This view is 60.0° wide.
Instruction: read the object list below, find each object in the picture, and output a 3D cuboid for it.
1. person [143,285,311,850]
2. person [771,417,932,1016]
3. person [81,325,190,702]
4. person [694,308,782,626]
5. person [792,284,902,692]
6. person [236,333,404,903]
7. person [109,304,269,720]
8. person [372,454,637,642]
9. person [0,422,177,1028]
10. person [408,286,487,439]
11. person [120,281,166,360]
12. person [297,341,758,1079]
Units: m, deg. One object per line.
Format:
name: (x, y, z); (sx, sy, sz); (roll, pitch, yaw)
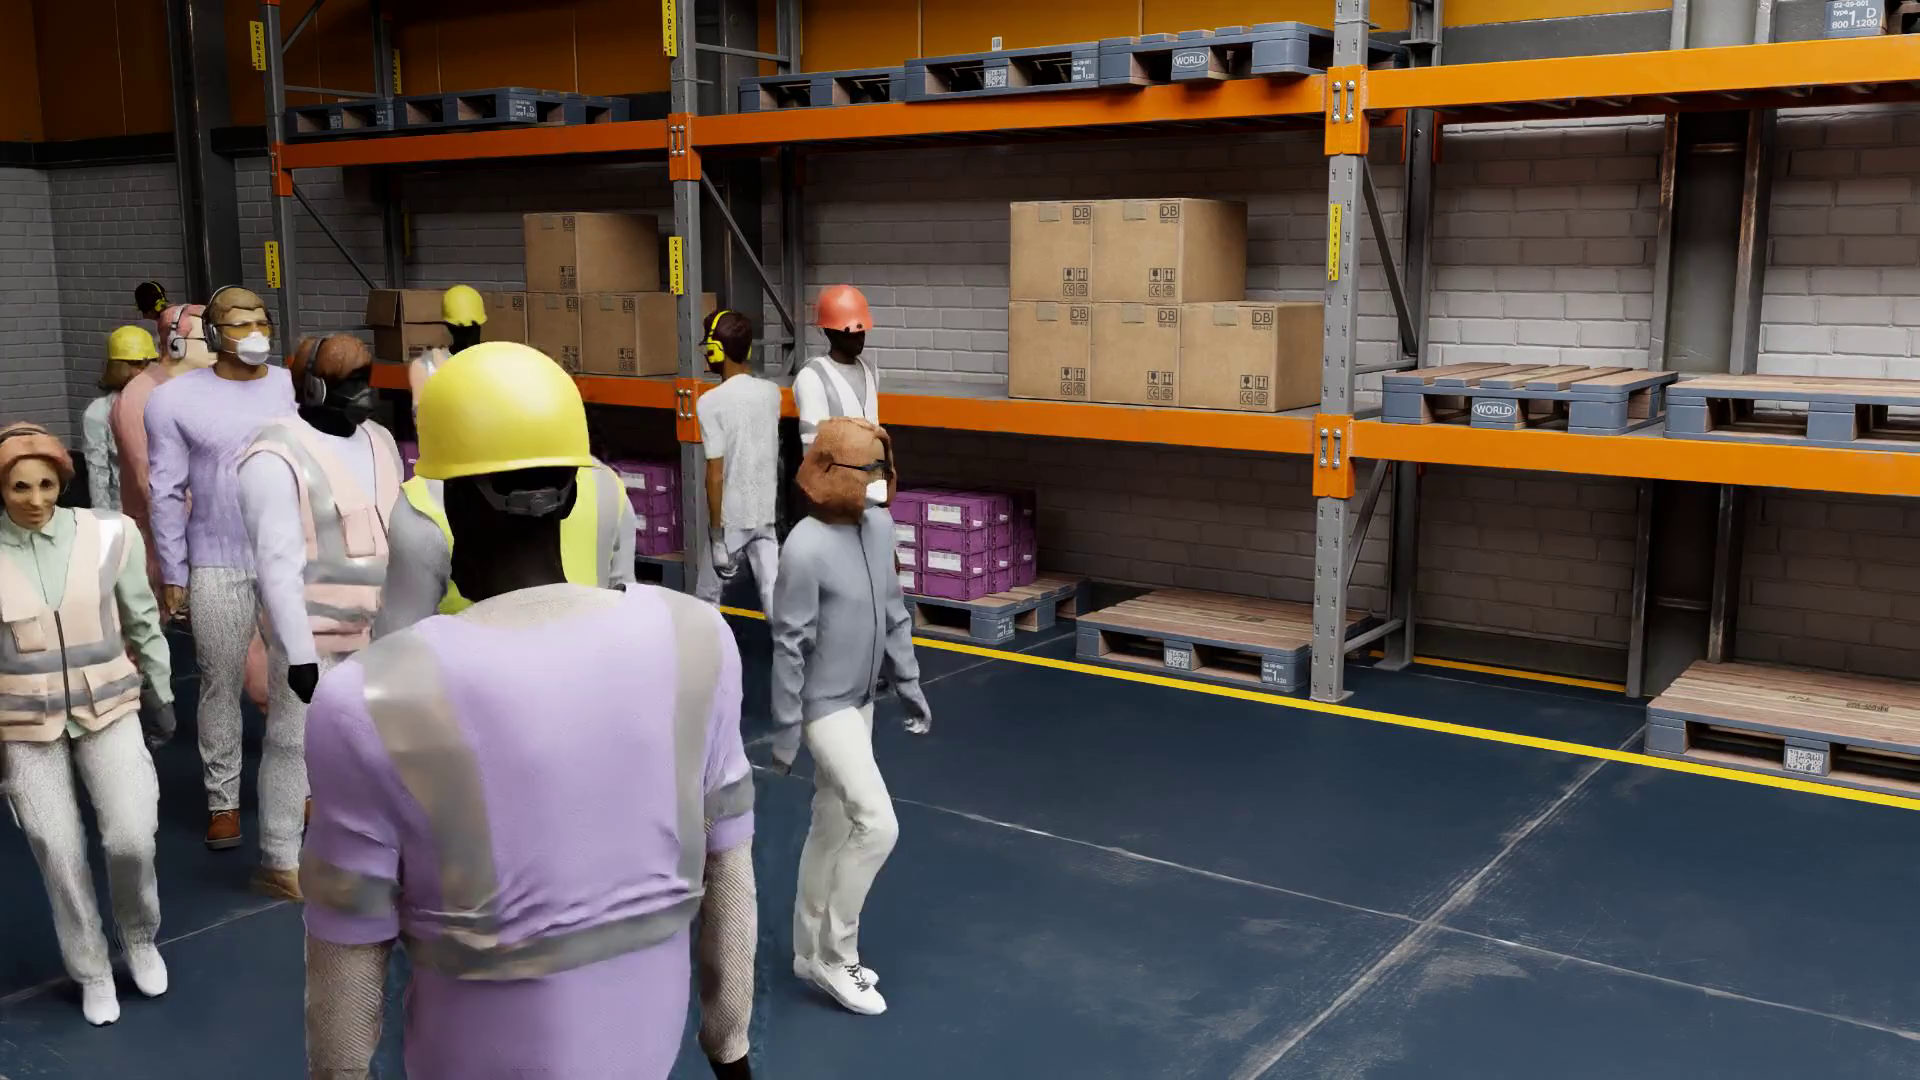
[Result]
person: (-2.463, 0.091, 5.800); (0.629, 1.940, 0.372); (-6, 11, -32)
person: (-0.283, 0.473, 4.500); (0.501, 1.614, 0.505); (3, 10, 19)
person: (-3.776, -0.120, 7.662); (0.437, 1.731, 0.497); (6, 11, 32)
person: (-0.891, -0.072, 7.116); (0.942, 1.828, 0.512); (8, 13, 40)
person: (-0.515, -0.219, 7.723); (0.401, 1.911, 0.565); (7, 12, 34)
person: (-1.822, 0.276, 5.097); (0.962, 1.796, 0.657); (4, 10, 21)
person: (-3.074, 0.000, 6.619); (1.054, 1.851, 0.638); (2, 10, 11)
person: (-1.123, 0.434, 4.119); (0.518, 1.821, 0.647); (8, 12, 40)
person: (-2.325, 0.494, 4.323); (0.537, 1.615, 0.393); (-7, 12, -34)
person: (-2.481, -0.339, 8.515); (0.605, 1.890, 0.846); (-6, 11, -32)
person: (-6.059, -1.006, 12.543); (0.535, 1.868, 0.309); (1, 10, 5)
person: (-0.605, 0.688, 2.305); (0.611, 1.912, 0.500); (-8, 12, -40)
